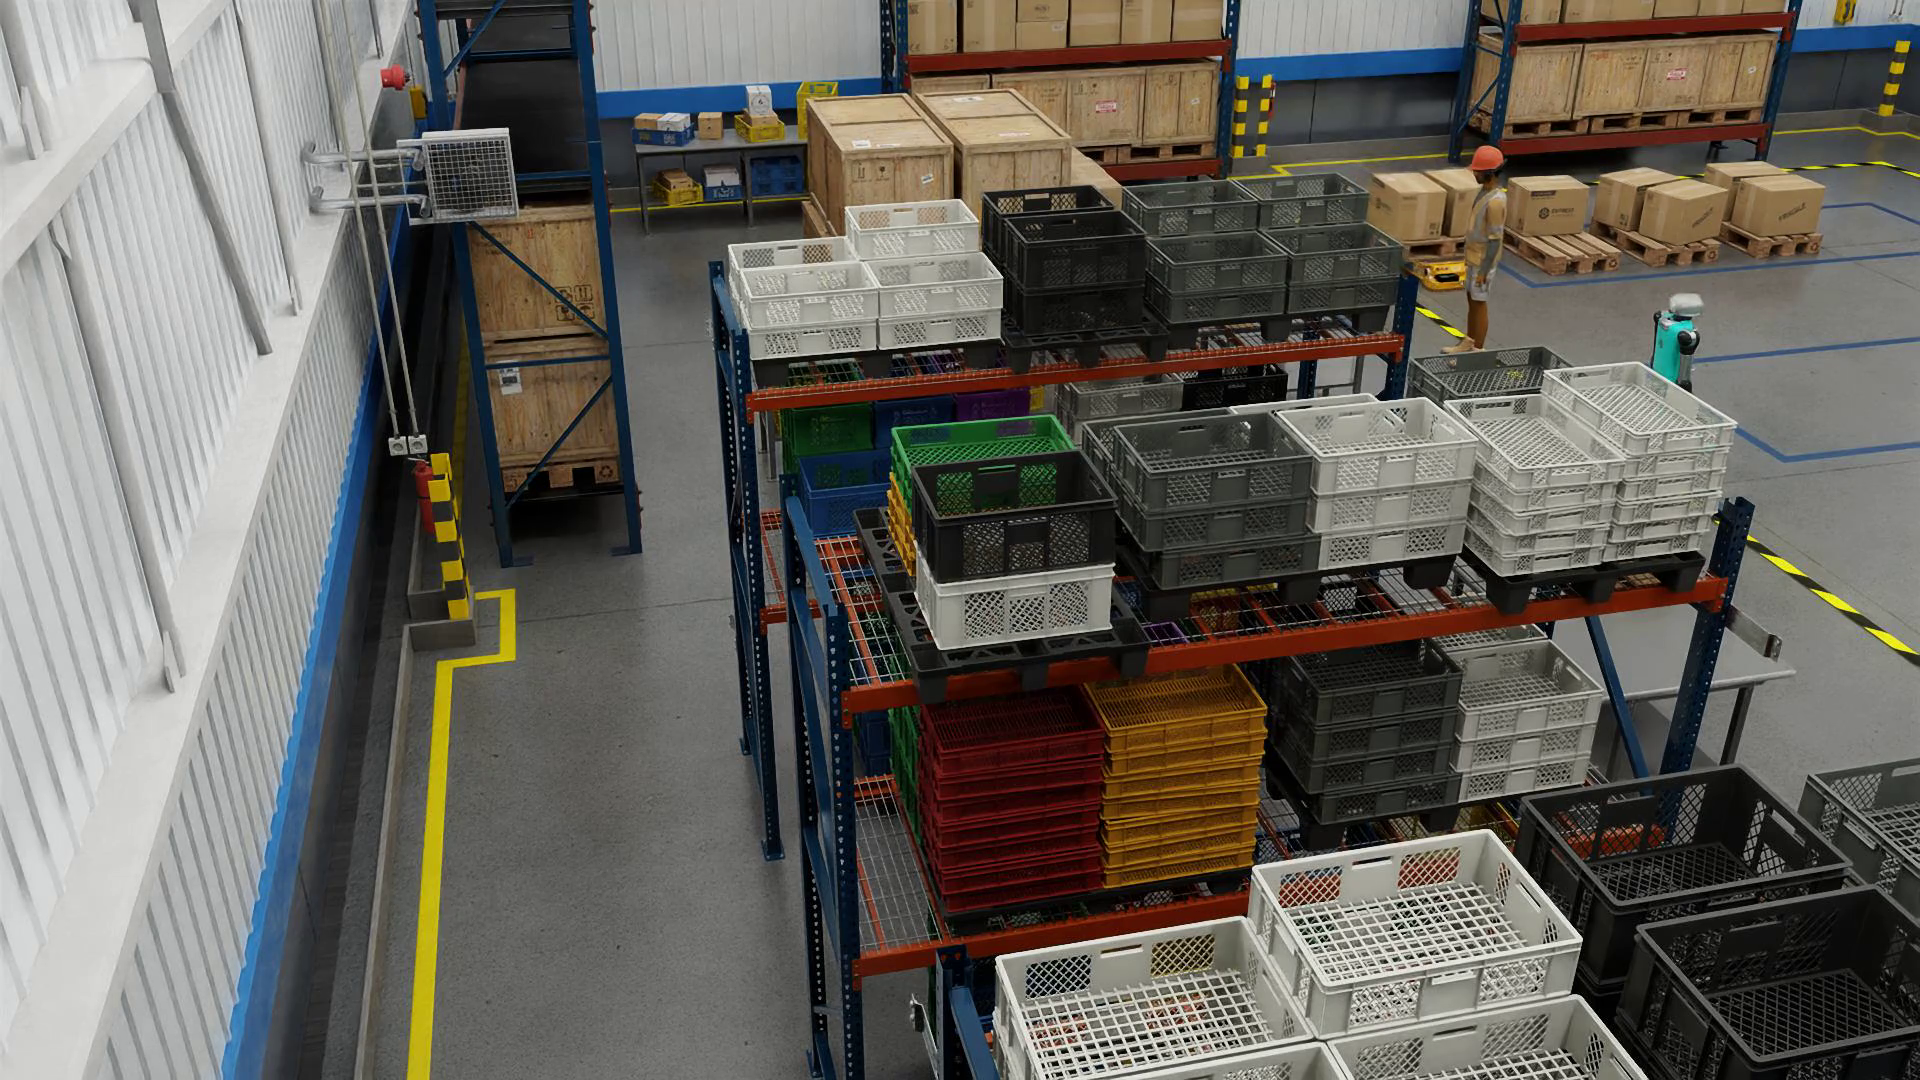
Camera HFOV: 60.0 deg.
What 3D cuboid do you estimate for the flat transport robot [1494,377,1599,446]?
[{"bbox_3d":[4.780,-1.036,14.013,0.659,0.231,1.431,-6,28,-12],"label":"flat transport robot"}]

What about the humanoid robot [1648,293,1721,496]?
[{"bbox_3d":[5.390,-1.003,12.235,0.735,1.672,0.533,-2,28,-3],"label":"humanoid robot"}]

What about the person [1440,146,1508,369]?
[{"bbox_3d":[4.648,-2.527,14.950,0.400,2.034,0.607,3,28,5],"label":"person"}]

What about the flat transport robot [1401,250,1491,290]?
[{"bbox_3d":[5.010,-3.003,17.714,0.652,0.197,1.431,-6,28,-12],"label":"flat transport robot"}]
